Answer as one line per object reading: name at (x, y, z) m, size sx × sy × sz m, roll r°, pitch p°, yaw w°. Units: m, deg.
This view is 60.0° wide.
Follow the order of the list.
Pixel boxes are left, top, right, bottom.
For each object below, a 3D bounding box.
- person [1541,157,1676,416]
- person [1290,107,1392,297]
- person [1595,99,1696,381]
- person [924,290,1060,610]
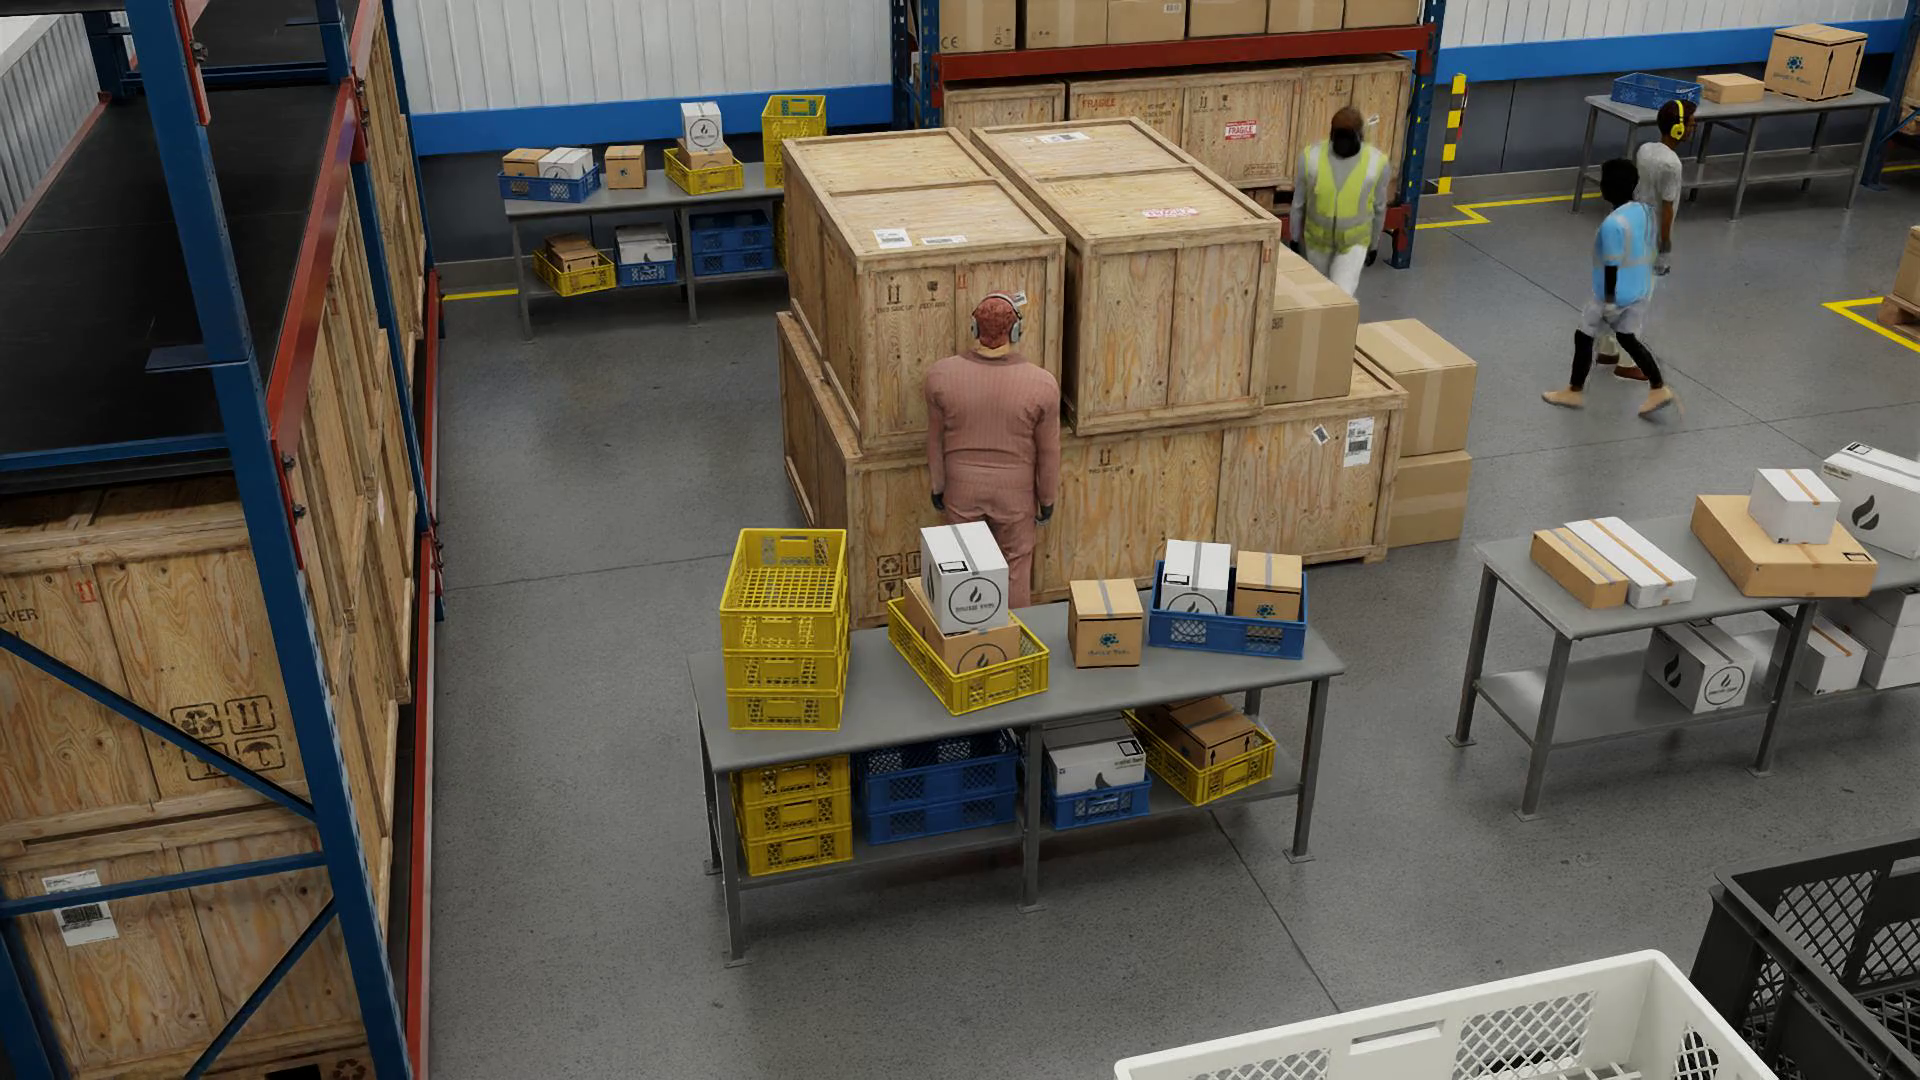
person at (4.236, -1.556, 10.491) m, size 0.766 × 1.657 × 0.545 m, roll 23°, pitch 36°, yaw 35°
person at (2.565, -2.087, 11.308) m, size 0.633 × 1.806 × 0.891 m, roll 10°, pitch 30°, yaw 18°
person at (4.580, -1.992, 11.058) m, size 0.333 × 1.873 × 0.520 m, roll -3°, pitch 29°, yaw -6°
person at (0.159, -0.268, 7.907) m, size 0.636 × 1.900 × 0.402 m, roll 5°, pitch 29°, yaw 9°
